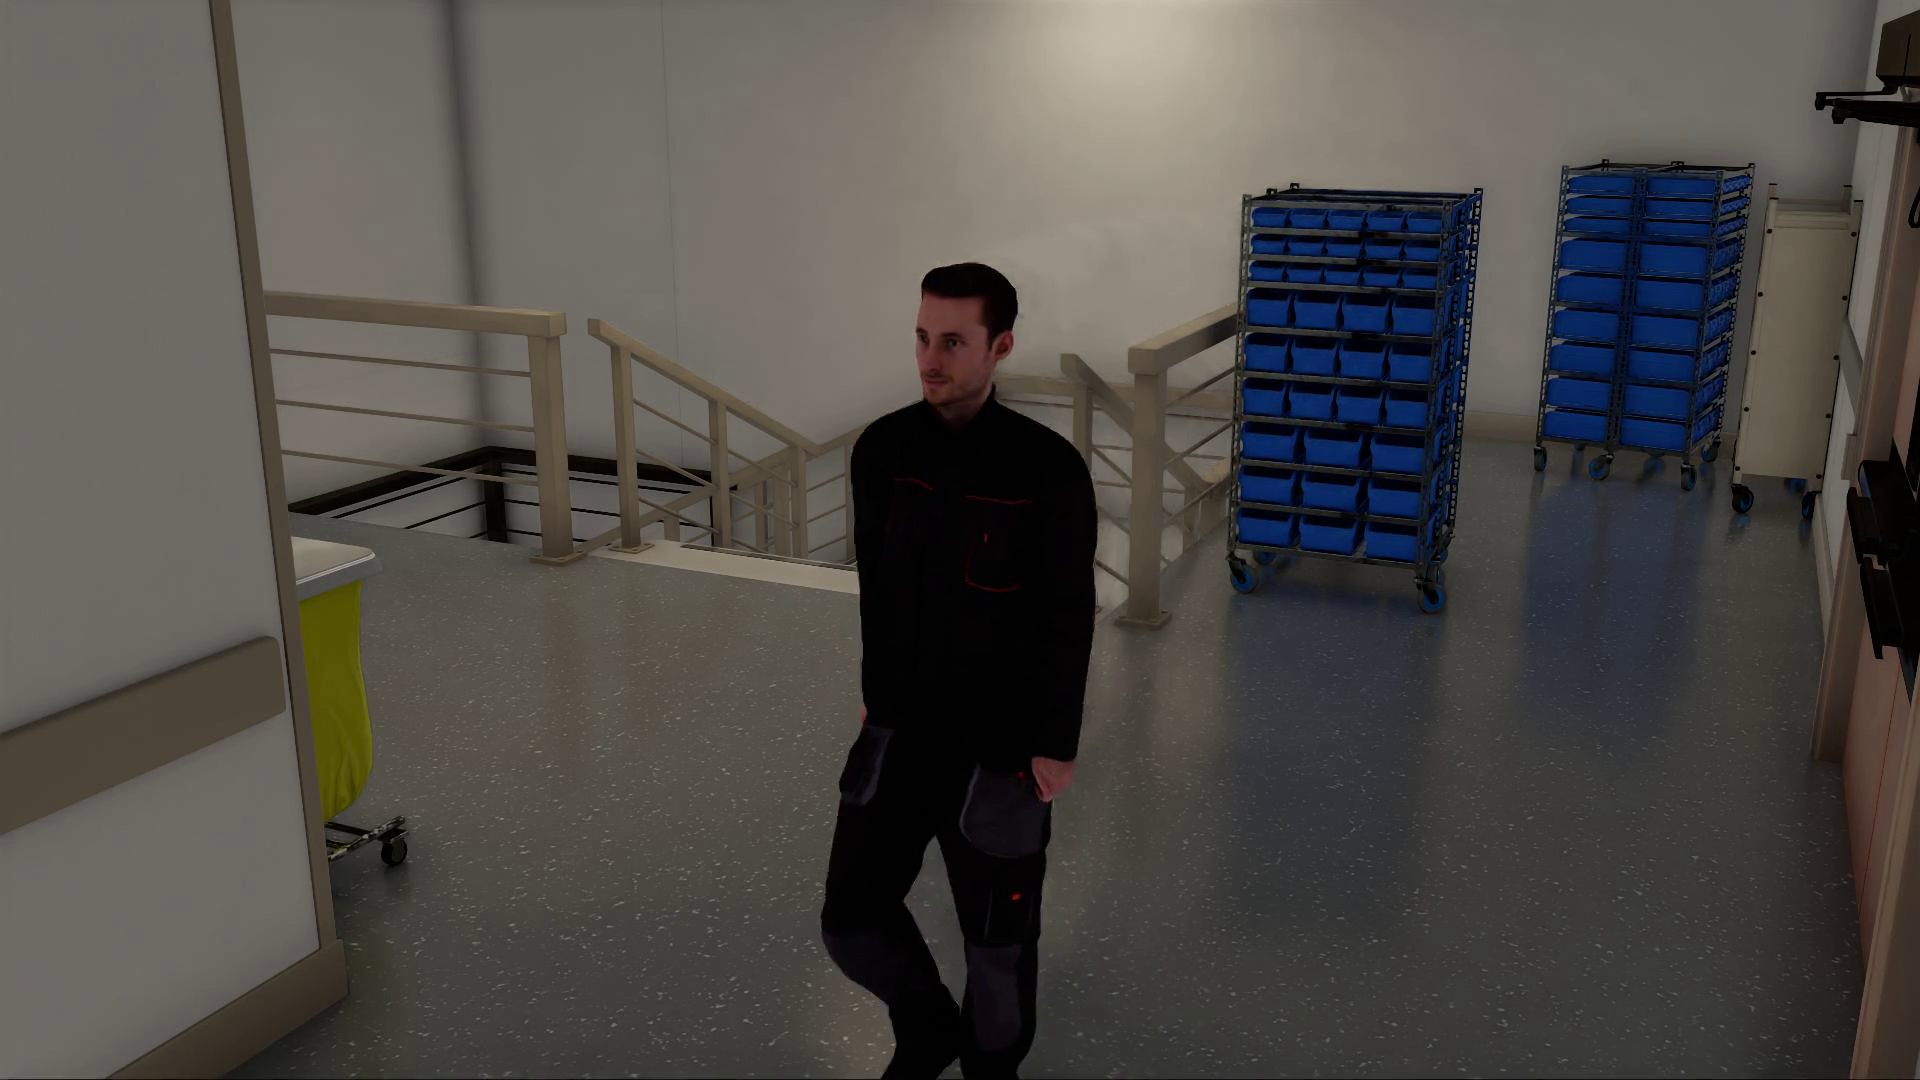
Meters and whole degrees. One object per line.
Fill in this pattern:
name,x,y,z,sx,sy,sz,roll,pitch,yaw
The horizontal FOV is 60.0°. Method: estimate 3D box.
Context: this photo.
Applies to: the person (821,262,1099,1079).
person,0.021,0.376,3.425,0.689,1.901,0.643,8,17,25
